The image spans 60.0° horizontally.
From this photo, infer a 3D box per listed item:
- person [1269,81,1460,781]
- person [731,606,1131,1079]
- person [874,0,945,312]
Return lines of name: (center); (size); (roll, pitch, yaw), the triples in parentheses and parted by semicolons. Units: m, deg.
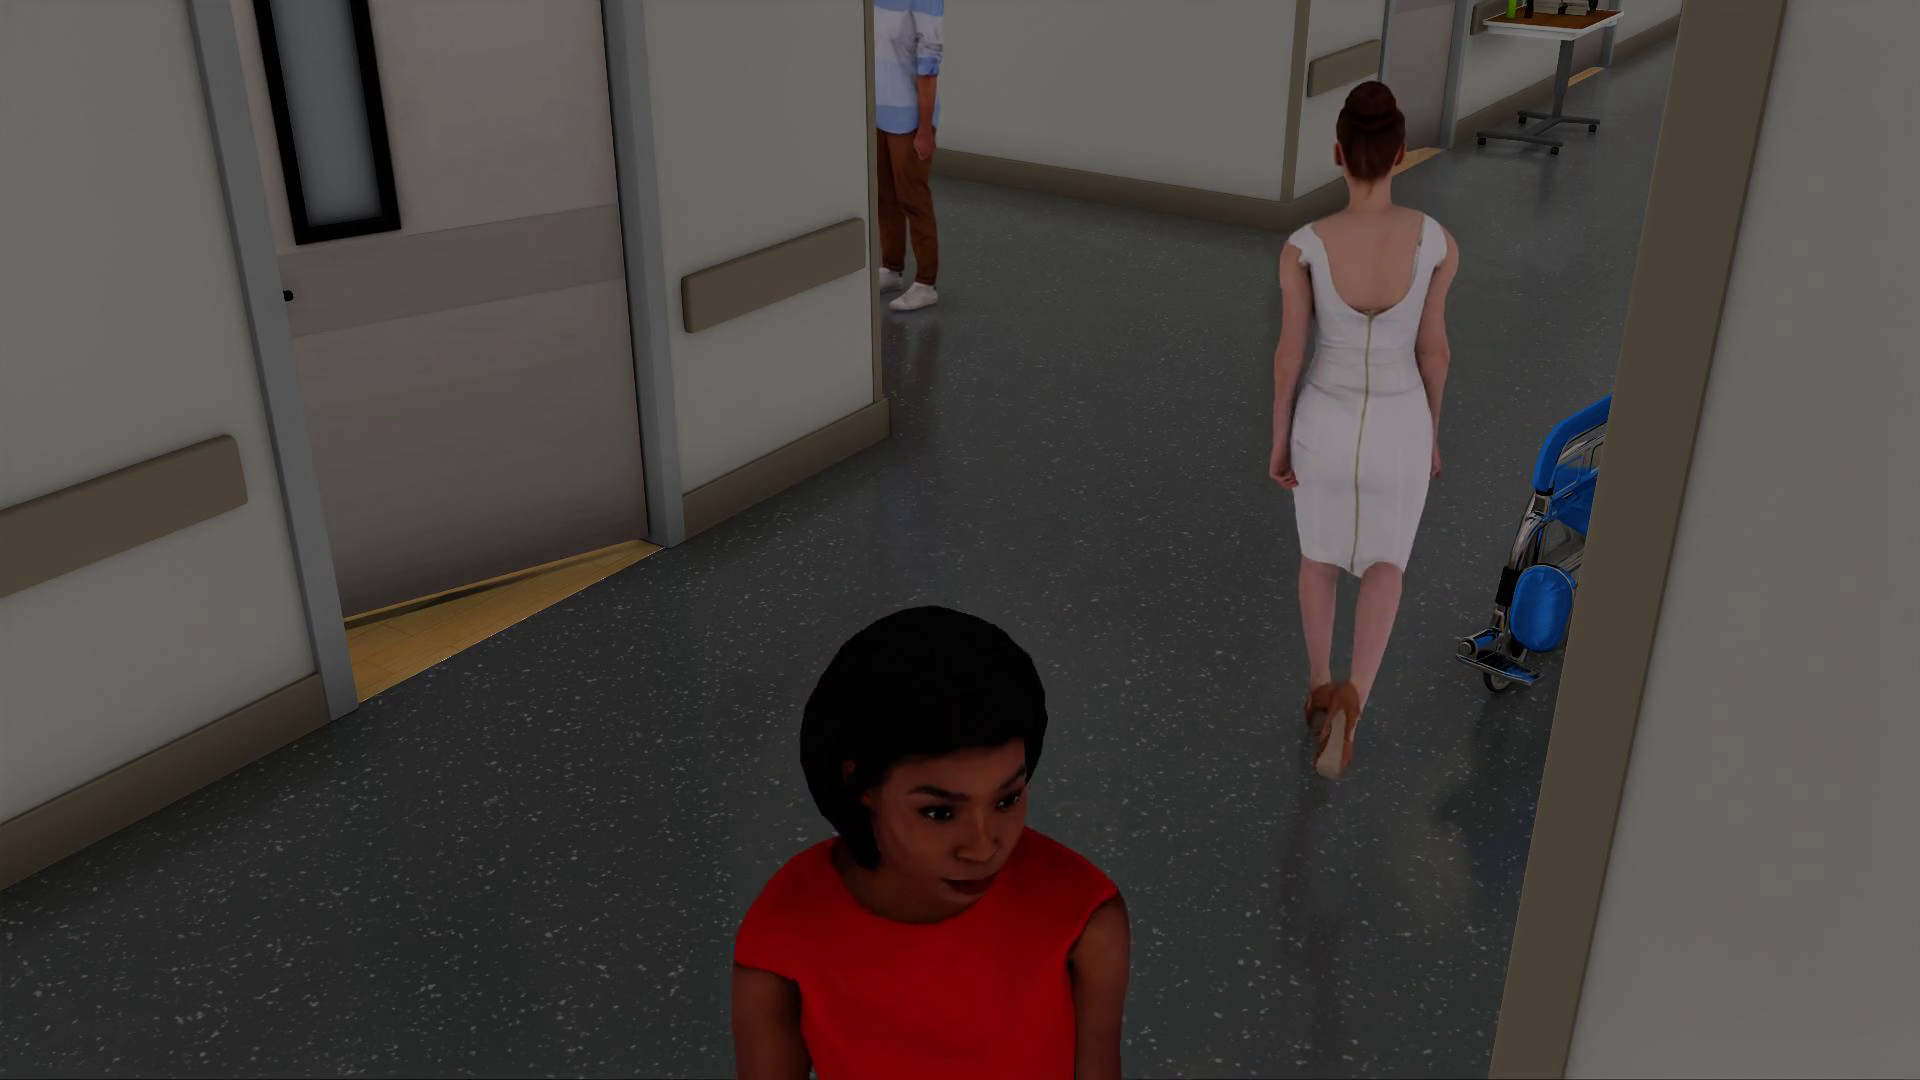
person: (0.951, -0.173, 4.001); (0.818, 1.774, 1.025); (5, 26, 11)
person: (-0.027, 0.818, 1.989); (0.761, 1.736, 0.825); (-2, 26, -4)
person: (-0.278, -2.000, 7.735); (0.675, 1.821, 0.743); (-19, 32, -34)
